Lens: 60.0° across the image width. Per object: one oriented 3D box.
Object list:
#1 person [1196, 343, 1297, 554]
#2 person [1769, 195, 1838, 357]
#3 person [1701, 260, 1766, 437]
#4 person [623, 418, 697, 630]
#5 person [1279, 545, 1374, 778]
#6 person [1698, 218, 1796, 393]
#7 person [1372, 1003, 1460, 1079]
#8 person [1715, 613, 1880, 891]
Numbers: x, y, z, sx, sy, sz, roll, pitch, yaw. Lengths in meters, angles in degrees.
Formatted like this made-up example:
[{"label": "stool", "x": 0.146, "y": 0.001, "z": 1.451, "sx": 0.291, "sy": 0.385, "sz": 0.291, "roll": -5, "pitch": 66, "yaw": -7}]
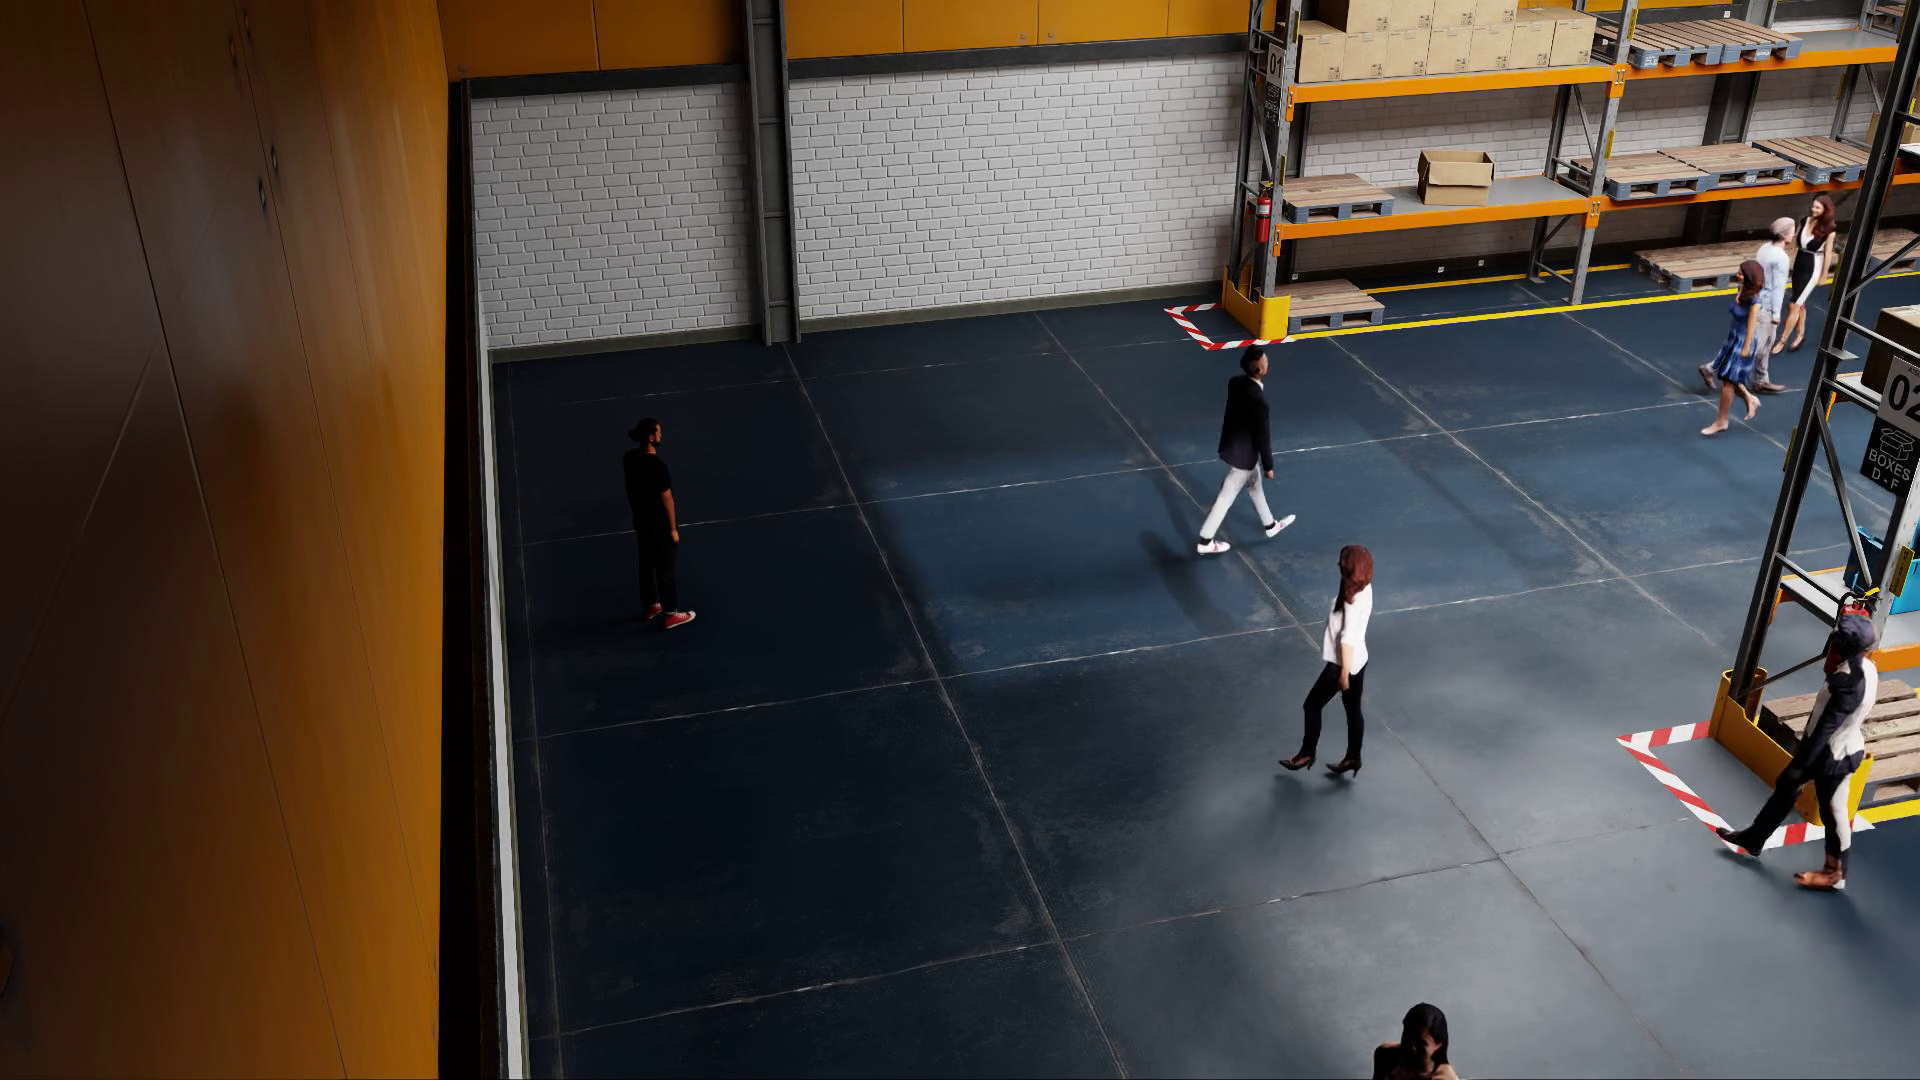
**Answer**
[{"label": "person", "x": 2.282, "y": -0.729, "z": 13.961, "sx": 1.159, "sy": 1.905, "sz": 0.743, "roll": -7, "pitch": 29, "yaw": -12}, {"label": "person", "x": 9.222, "y": -2.881, "z": 18.041, "sx": 0.925, "sy": 1.776, "sz": 0.682, "roll": -12, "pitch": 31, "yaw": -20}, {"label": "person", "x": 7.621, "y": -1.832, "z": 16.107, "sx": 0.914, "sy": 1.786, "sz": 0.797, "roll": 1, "pitch": 29, "yaw": 1}, {"label": "person", "x": -2.398, "y": -0.133, "z": 13.024, "sx": 0.716, "sy": 1.755, "sz": 0.745, "roll": 21, "pitch": 35, "yaw": 33}, {"label": "person", "x": 2.686, "y": 0.860, "z": 11.182, "sx": 0.935, "sy": 1.776, "sz": 0.858, "roll": 10, "pitch": 30, "yaw": 17}, {"label": "person", "x": 8.134, "y": -2.352, "z": 16.976, "sx": 1.259, "sy": 1.867, "sz": 0.986, "roll": 4, "pitch": 29, "yaw": 8}, {"label": "person", "x": 2.072, "y": 2.790, "z": 7.670, "sx": 1.056, "sy": 1.750, "sz": 1.147, "roll": 17, "pitch": 33, "yaw": 29}, {"label": "person", "x": 5.433, "y": 1.355, "z": 10.195, "sx": 1.158, "sy": 1.853, "sz": 1.075, "roll": 12, "pitch": 31, "yaw": 21}]
